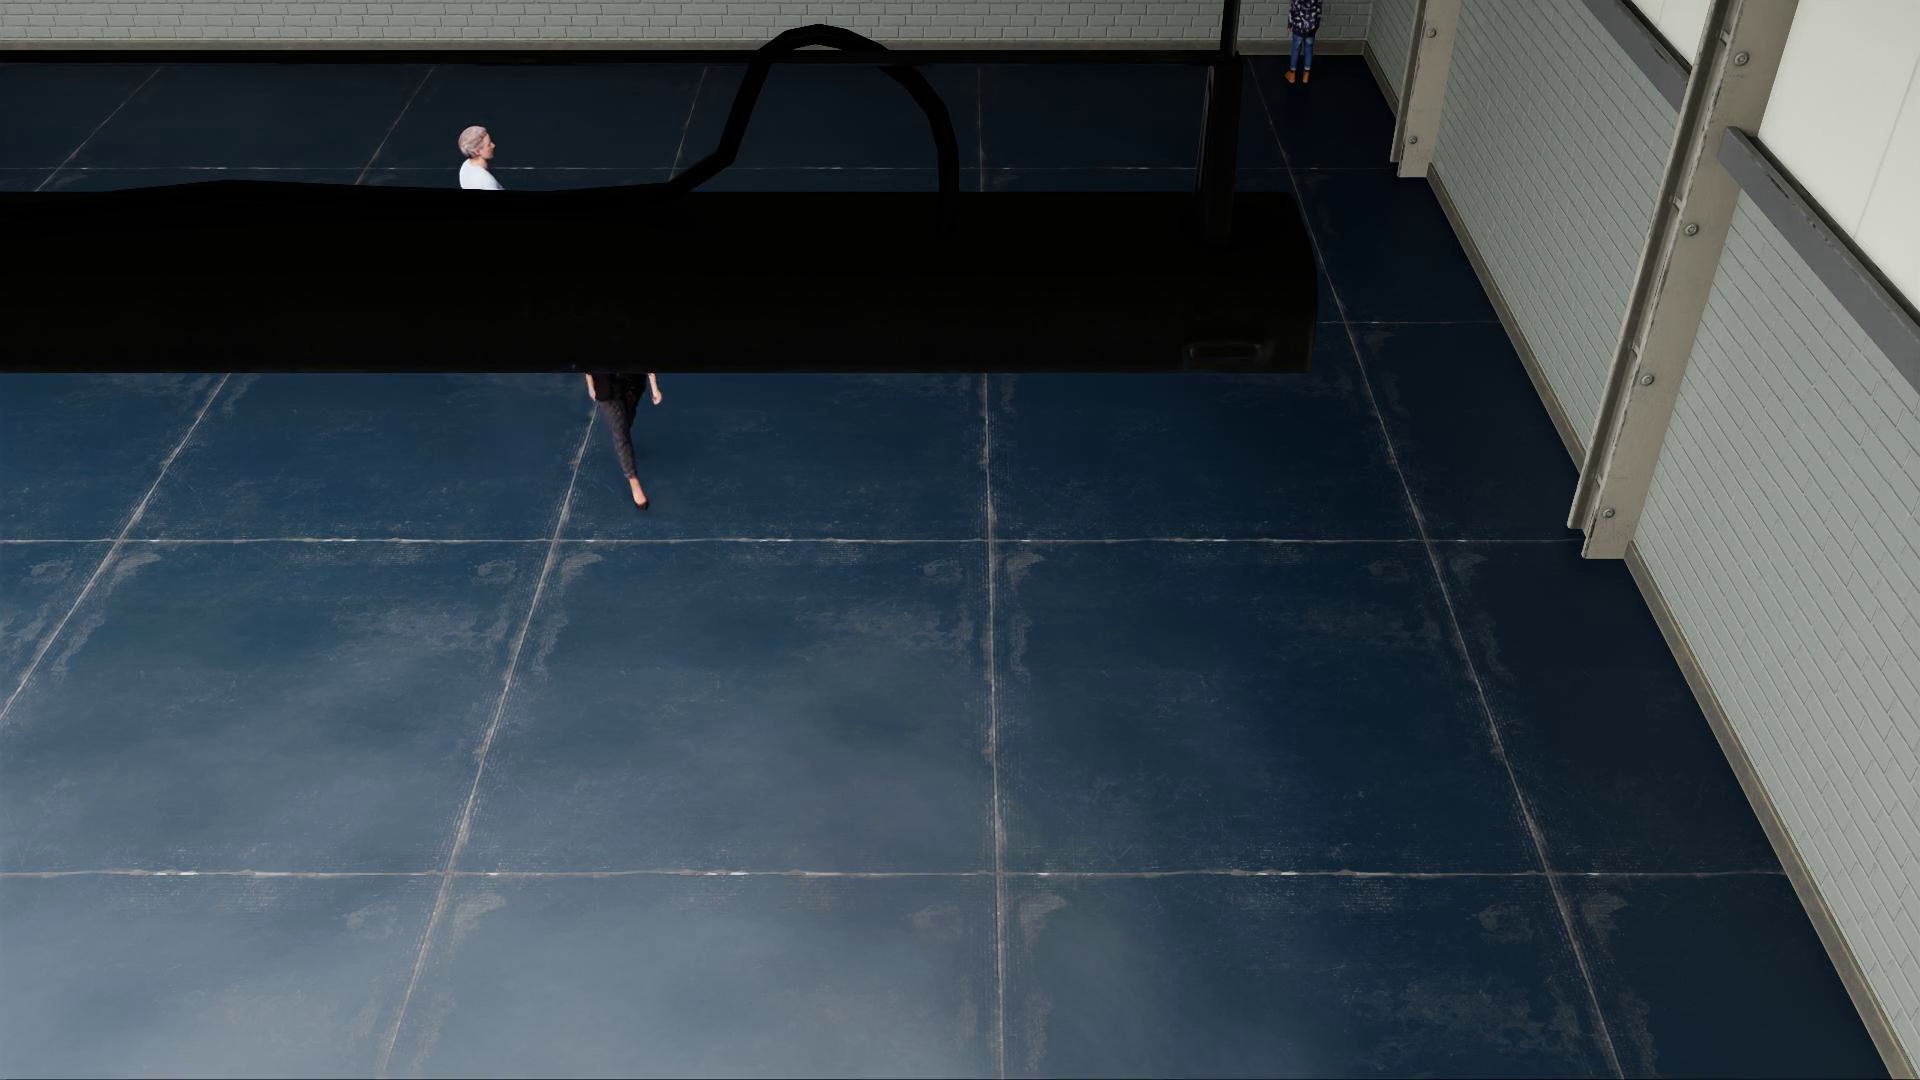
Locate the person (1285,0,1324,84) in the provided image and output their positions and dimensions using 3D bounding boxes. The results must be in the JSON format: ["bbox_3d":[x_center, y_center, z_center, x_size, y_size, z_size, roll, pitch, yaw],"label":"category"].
[{"bbox_3d":[3.649,-5.471,17.608,0.494,1.251,0.488,2,37,2],"label":"person"}]

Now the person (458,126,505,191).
[{"bbox_3d":[-3.617,-2.313,12.922,0.806,1.894,0.697,-20,41,-24],"label":"person"}]
